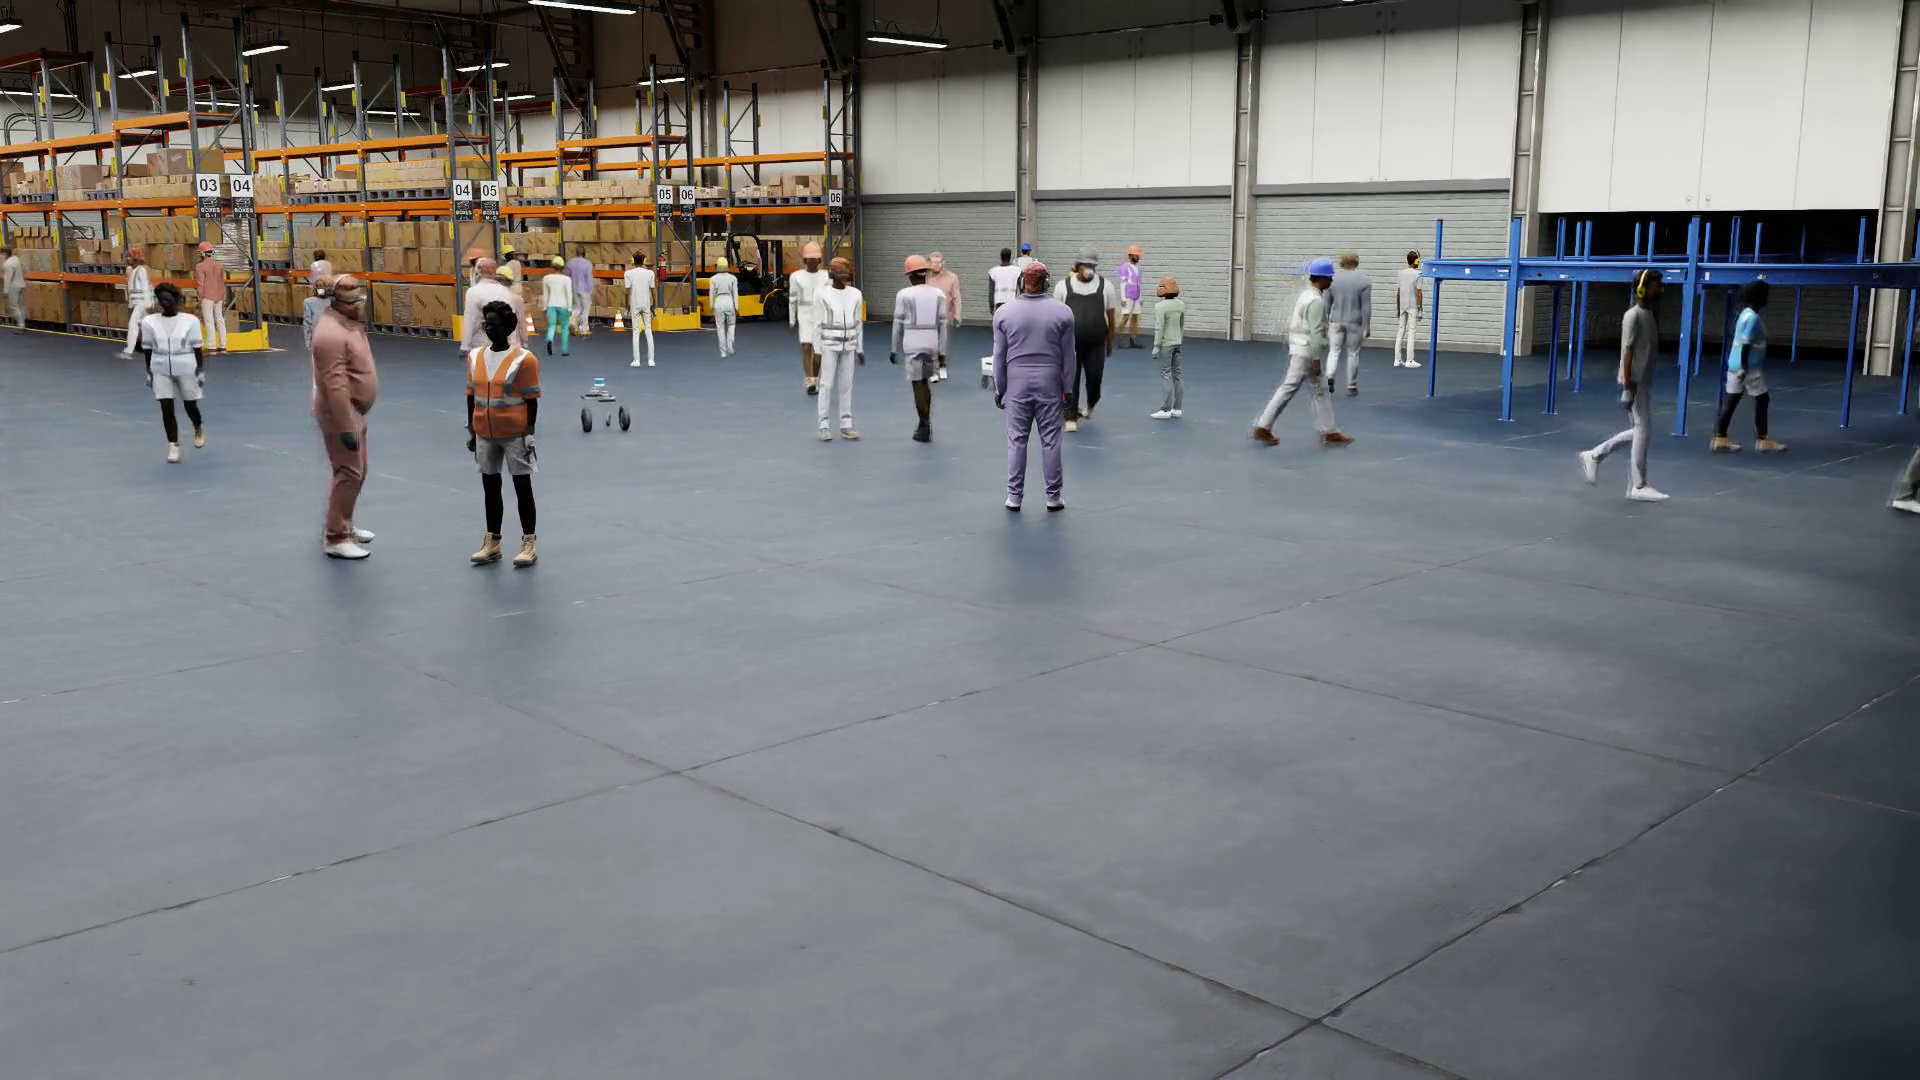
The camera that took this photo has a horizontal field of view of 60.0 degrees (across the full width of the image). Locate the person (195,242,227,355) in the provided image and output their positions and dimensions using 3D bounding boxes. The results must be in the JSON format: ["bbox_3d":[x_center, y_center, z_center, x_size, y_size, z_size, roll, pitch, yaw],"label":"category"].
[{"bbox_3d":[-13.366,-4.310,29.652,0.381,1.994,0.620,3,11,18],"label":"person"}]

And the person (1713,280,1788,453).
[{"bbox_3d":[7.767,-1.679,16.183,0.749,1.667,0.539,2,11,13],"label":"person"}]

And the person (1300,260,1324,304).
[{"bbox_3d":[6.663,-4.453,31.403,0.515,1.641,0.314,8,13,36],"label":"person"}]

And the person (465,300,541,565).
[{"bbox_3d":[-2.944,-0.687,10.704,0.535,1.700,0.318,3,11,16],"label":"person"}]

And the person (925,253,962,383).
[{"bbox_3d":[-0.319,-3.248,24.254,0.656,1.864,1.004,-1,10,-5],"label":"person"}]

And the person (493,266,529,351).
[{"bbox_3d":[-5.187,-2.248,19.053,0.524,1.763,0.322,1,10,7],"label":"person"}]

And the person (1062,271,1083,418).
[{"bbox_3d":[1.352,-2.309,19.383,0.329,1.763,0.523,6,12,30],"label":"person"}]

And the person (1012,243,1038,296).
[{"bbox_3d":[1.463,-5.650,37.105,0.604,1.942,0.402,1,10,5],"label":"person"}]

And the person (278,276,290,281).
[{"bbox_3d":[-19.222,-7.415,47.083,0.883,1.804,0.651,0,10,-3],"label":"person"}]

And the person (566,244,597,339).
[{"bbox_3d":[-7.766,-5.092,34.112,0.633,1.923,0.499,6,12,31],"label":"person"}]

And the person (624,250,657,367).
[{"bbox_3d":[-5.176,-3.742,26.926,0.532,1.859,0.311,-4,11,-20],"label":"person"}]

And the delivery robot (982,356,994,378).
[{"bbox_3d":[0.609,-2.412,23.078,0.477,0.478,0.707,-6,13,-32],"label":"delivery robot"}]

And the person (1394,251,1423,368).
[{"bbox_3d":[7.255,-3.723,26.837,0.311,1.861,0.510,-8,13,-39],"label":"person"}]

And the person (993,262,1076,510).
[{"bbox_3d":[0.574,-1.181,12.837,0.642,1.908,0.407,1,10,3],"label":"person"}]

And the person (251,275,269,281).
[{"bbox_3d":[-19.484,-7.261,46.292,0.938,1.778,0.605,1,10,5],"label":"person"}]

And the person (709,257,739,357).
[{"bbox_3d":[-4.141,-4.093,29.180,0.512,1.719,0.621,-1,10,-7],"label":"person"}]

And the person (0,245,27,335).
[{"bbox_3d":[-20.213,-5.342,35.570,0.368,1.899,0.711,-2,11,-9],"label":"person"}]

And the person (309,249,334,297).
[{"bbox_3d":[-13.313,-5.137,34.628,0.518,1.822,0.650,4,11,23],"label":"person"}]

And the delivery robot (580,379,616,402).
[{"bbox_3d":[-3.965,-1.660,18.287,0.335,0.223,0.698,-5,11,-25],"label":"delivery robot"}]

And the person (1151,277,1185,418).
[{"bbox_3d":[2.417,-2.235,19.322,0.498,1.634,0.283,-10,14,-43],"label":"person"}]

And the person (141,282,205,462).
[{"bbox_3d":[-7.420,-1.599,15.742,0.541,1.679,0.583,-3,11,-15],"label":"person"}]

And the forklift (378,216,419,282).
[{"bbox_3d":[-17.868,-9.201,54.028,1.873,2.768,1.129,-10,14,-44],"label":"forklift"}]

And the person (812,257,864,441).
[{"bbox_3d":[-1.269,-1.985,17.278,0.584,1.882,0.337,-6,12,-31],"label":"person"}]

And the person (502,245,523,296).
[{"bbox_3d":[-9.087,-5.021,33.746,0.381,1.917,0.585,1,10,7],"label":"person"}]

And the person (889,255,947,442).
[{"bbox_3d":[-0.461,-1.999,17.321,0.538,1.902,0.711,-6,12,-29],"label":"person"}]

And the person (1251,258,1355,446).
[{"bbox_3d":[3.446,-1.887,16.746,1.038,1.894,0.625,1,10,6],"label":"person"}]

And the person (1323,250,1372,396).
[{"bbox_3d":[5.100,-2.858,21.930,0.648,1.923,0.719,5,12,25],"label":"person"}]

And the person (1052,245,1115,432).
[{"bbox_3d":[1.341,-2.199,18.133,0.685,2.000,0.713,1,10,3],"label":"person"}]

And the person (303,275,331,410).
[{"bbox_3d":[-7.717,-2.405,20.250,0.498,1.633,0.281,-4,11,-22],"label":"person"}]

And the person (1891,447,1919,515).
[{"bbox_3d":[7.462,-1.073,12.320,0.609,1.870,0.974,-8,13,-39],"label":"person"}]

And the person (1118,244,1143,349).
[{"bbox_3d":[3.248,-4.583,31.305,0.553,1.935,0.378,-9,14,-40],"label":"person"}]

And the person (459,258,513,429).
[{"bbox_3d":[-5.074,-2.108,17.985,0.849,1.876,0.646,4,11,19],"label":"person"}]

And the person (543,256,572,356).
[{"bbox_3d":[-7.060,-4.092,29.142,0.530,1.741,0.693,1,10,3],"label":"person"}]

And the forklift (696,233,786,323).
[{"bbox_3d":[-5.496,-6.489,41.108,2.313,2.155,1.214,-10,14,-44],"label":"forklift"}]

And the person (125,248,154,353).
[{"bbox_3d":[-14.867,-4.340,30.133,0.556,1.885,0.633,1,10,8],"label":"person"}]

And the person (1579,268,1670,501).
[{"bbox_3d":[5.416,-1.258,13.444,0.694,1.843,0.517,8,13,38],"label":"person"}]

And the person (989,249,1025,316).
[{"bbox_3d":[0.827,-4.096,28.845,0.615,1.867,1.001,2,11,11],"label":"person"}]

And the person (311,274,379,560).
[{"bbox_3d":[-4.029,-0.807,10.923,0.443,1.863,0.758,-2,11,-11],"label":"person"}]

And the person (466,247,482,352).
[{"bbox_3d":[-8.716,-4.419,30.526,0.553,1.904,0.777,9,14,40],"label":"person"}]

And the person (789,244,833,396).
[{"bbox_3d":[-1.920,-2.901,21.975,0.637,1.988,1.026,-2,11,-11],"label":"person"}]

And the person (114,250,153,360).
[{"bbox_3d":[-14.081,-3.987,28.266,0.875,1.851,0.614,-8,13,-36],"label":"person"}]
